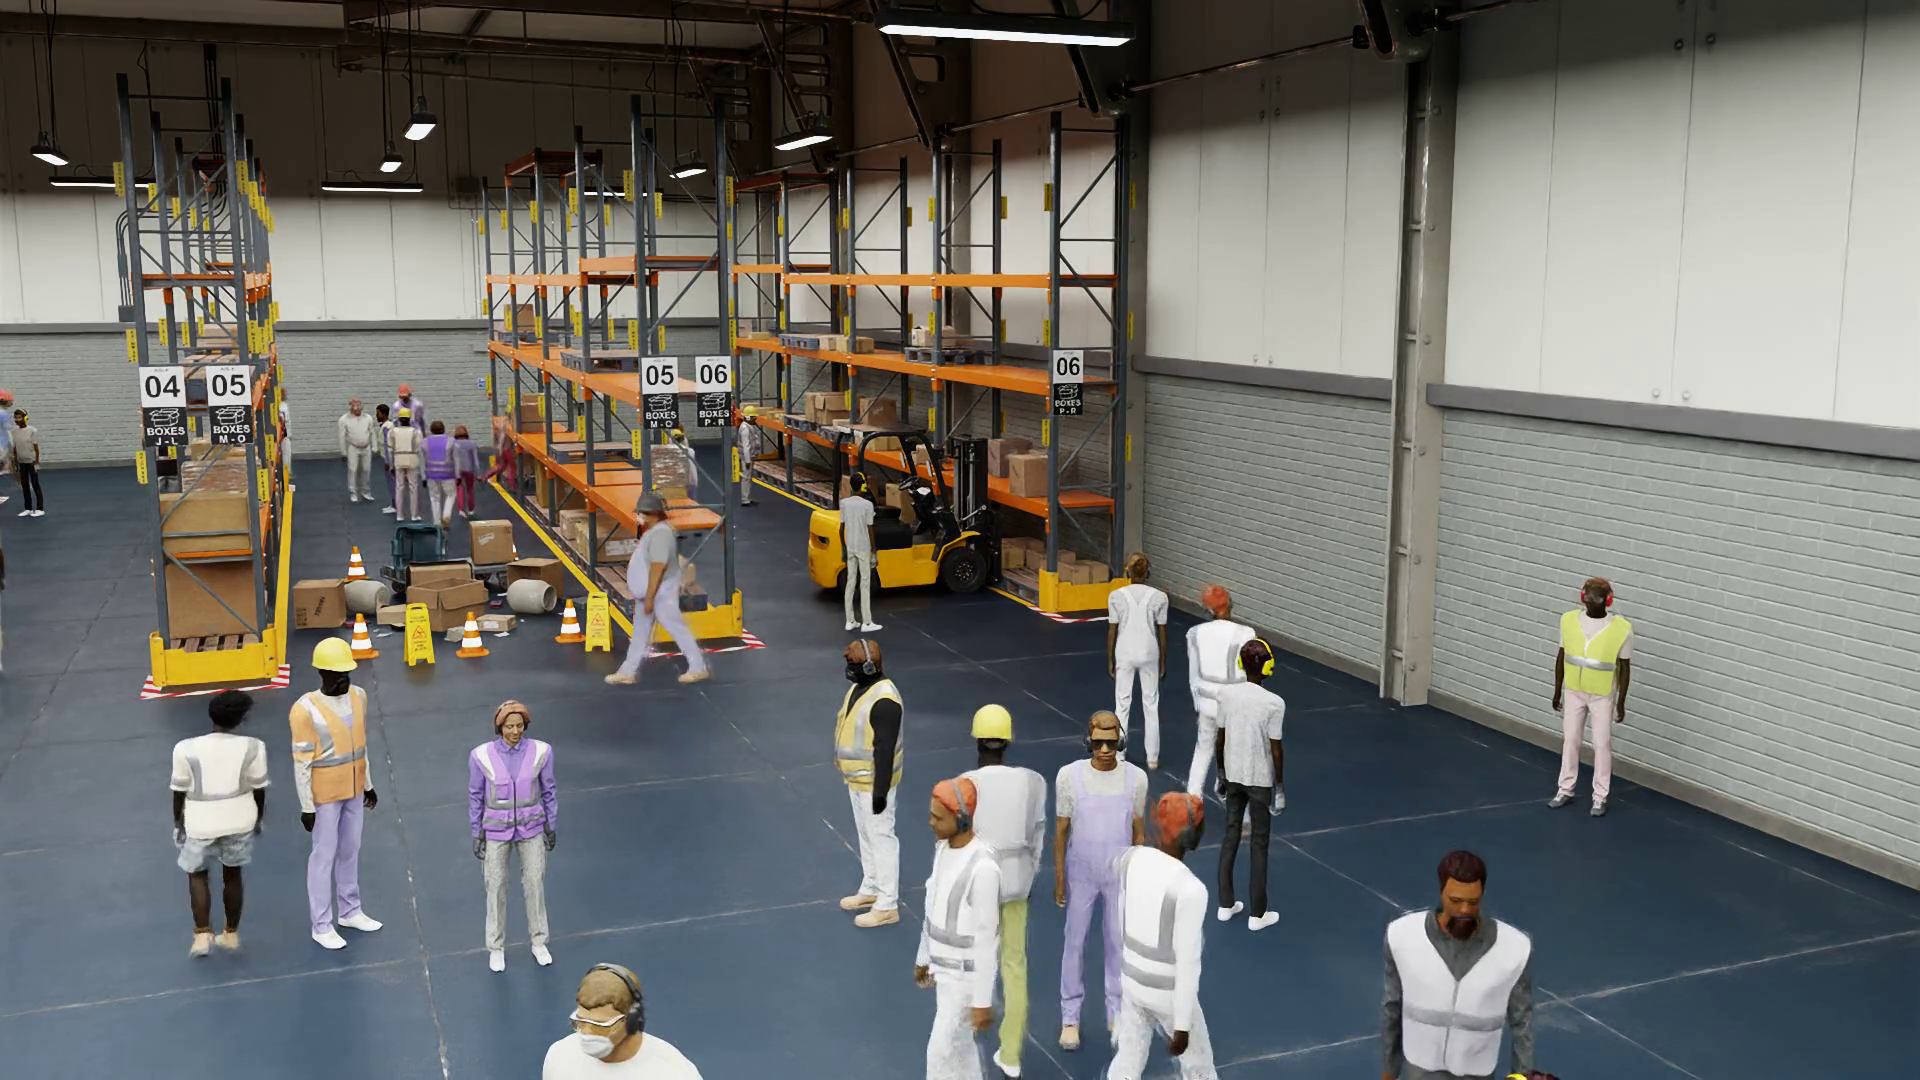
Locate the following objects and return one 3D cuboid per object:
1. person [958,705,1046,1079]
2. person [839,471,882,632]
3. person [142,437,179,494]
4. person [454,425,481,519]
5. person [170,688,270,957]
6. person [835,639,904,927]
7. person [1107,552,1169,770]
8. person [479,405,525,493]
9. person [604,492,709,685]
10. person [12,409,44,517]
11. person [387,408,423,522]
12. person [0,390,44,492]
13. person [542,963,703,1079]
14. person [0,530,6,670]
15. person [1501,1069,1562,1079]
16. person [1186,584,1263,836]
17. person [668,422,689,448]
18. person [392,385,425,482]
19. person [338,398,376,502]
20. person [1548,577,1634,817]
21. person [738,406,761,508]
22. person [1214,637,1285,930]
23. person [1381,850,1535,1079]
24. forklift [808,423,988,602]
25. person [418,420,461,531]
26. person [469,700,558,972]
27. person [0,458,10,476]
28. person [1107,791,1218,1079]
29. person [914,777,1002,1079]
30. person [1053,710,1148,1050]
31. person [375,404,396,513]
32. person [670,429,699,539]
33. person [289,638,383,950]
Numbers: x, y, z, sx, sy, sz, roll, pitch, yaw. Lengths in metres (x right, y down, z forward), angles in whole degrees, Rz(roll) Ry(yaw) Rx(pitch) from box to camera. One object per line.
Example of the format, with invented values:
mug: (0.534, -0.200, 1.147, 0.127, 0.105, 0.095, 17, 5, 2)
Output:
person: (0.158, 1.803, 8.817, 0.593, 1.866, 0.984, -3, 9, -16)
person: (-1.168, 0.134, 19.339, 0.517, 1.874, 0.327, 6, 11, 34)
person: (-12.661, -1.063, 26.387, 0.429, 2.033, 0.608, 7, 11, 37)
person: (-8.465, -1.162, 28.378, 0.524, 1.596, 0.824, -2, 9, -12)
person: (-4.452, 1.713, 10.038, 0.553, 1.661, 0.378, -6, 11, -31)
person: (-0.585, 1.535, 10.642, 0.429, 1.837, 0.625, -4, 10, -22)
person: (1.484, 1.013, 13.929, 0.502, 1.837, 0.349, 1, 9, 6)
person: (-8.747, -1.737, 31.628, 0.789, 1.709, 0.505, -1, 9, -6)
person: (-3.037, 0.460, 16.753, 1.049, 2.000, 0.686, -3, 10, -18)
person: (-16.018, -1.320, 28.542, 0.499, 1.861, 0.327, 1, 9, 9)
person: (-9.316, -1.265, 27.992, 0.591, 1.921, 0.394, -1, 9, -6)
person: (-18.034, -1.840, 31.414, 1.070, 1.992, 0.629, -7, 11, -36)
person: (-1.105, 2.303, 5.503, 0.627, 1.933, 0.367, 4, 10, 25)
person: (-10.363, 0.437, 17.574, 0.522, 1.821, 0.949, -8, 12, -40)
person: (1.619, 2.433, 4.853, 0.316, 1.875, 0.531, 2, 9, 10)
person: (1.946, 1.261, 12.314, 0.653, 1.858, 0.374, 8, 12, 40)
person: (-4.903, -1.262, 28.871, 0.498, 1.633, 0.283, 7, 12, 39)
person: (-11.181, -2.195, 33.780, 0.618, 1.960, 1.122, -1, 9, -8)
person: (-11.040, -1.656, 30.529, 0.648, 1.914, 0.404, -8, 12, -43)
person: (4.851, 1.186, 12.780, 0.564, 1.849, 0.388, 7, 12, 39)
person: (-3.757, -1.479, 29.660, 0.405, 1.824, 0.585, -1, 9, -3)
person: (1.840, 1.537, 10.555, 0.508, 1.862, 0.329, 8, 12, 40)
person: (2.024, 2.125, 6.825, 0.599, 1.879, 0.955, 2, 9, 12)
forklift: (-0.830, -0.399, 21.676, 2.313, 2.155, 1.214, -4, 10, -21)
person: (-8.360, -1.025, 26.771, 0.653, 1.825, 0.444, -1, 9, -8)
person: (-2.657, 1.751, 9.920, 0.514, 1.634, 0.313, -4, 10, -22)
person: (-19.877, -2.136, 34.336, 0.307, 1.645, 0.514, 1, 9, 7)
person: (0.992, 2.019, 7.555, 0.940, 1.838, 0.585, -6, 11, -34)
person: (-0.072, 1.993, 7.624, 0.515, 1.870, 0.624, -3, 9, -18)
person: (0.751, 1.806, 8.891, 0.507, 1.847, 0.343, -1, 9, -4)
person: (-9.960, -1.423, 29.036, 0.396, 1.910, 0.585, -3, 10, -19)
person: (-4.358, -0.893, 26.283, 0.593, 1.706, 0.751, 2, 9, 12)
person: (-3.840, 1.543, 10.290, 0.378, 1.925, 0.594, 4, 10, 22)
